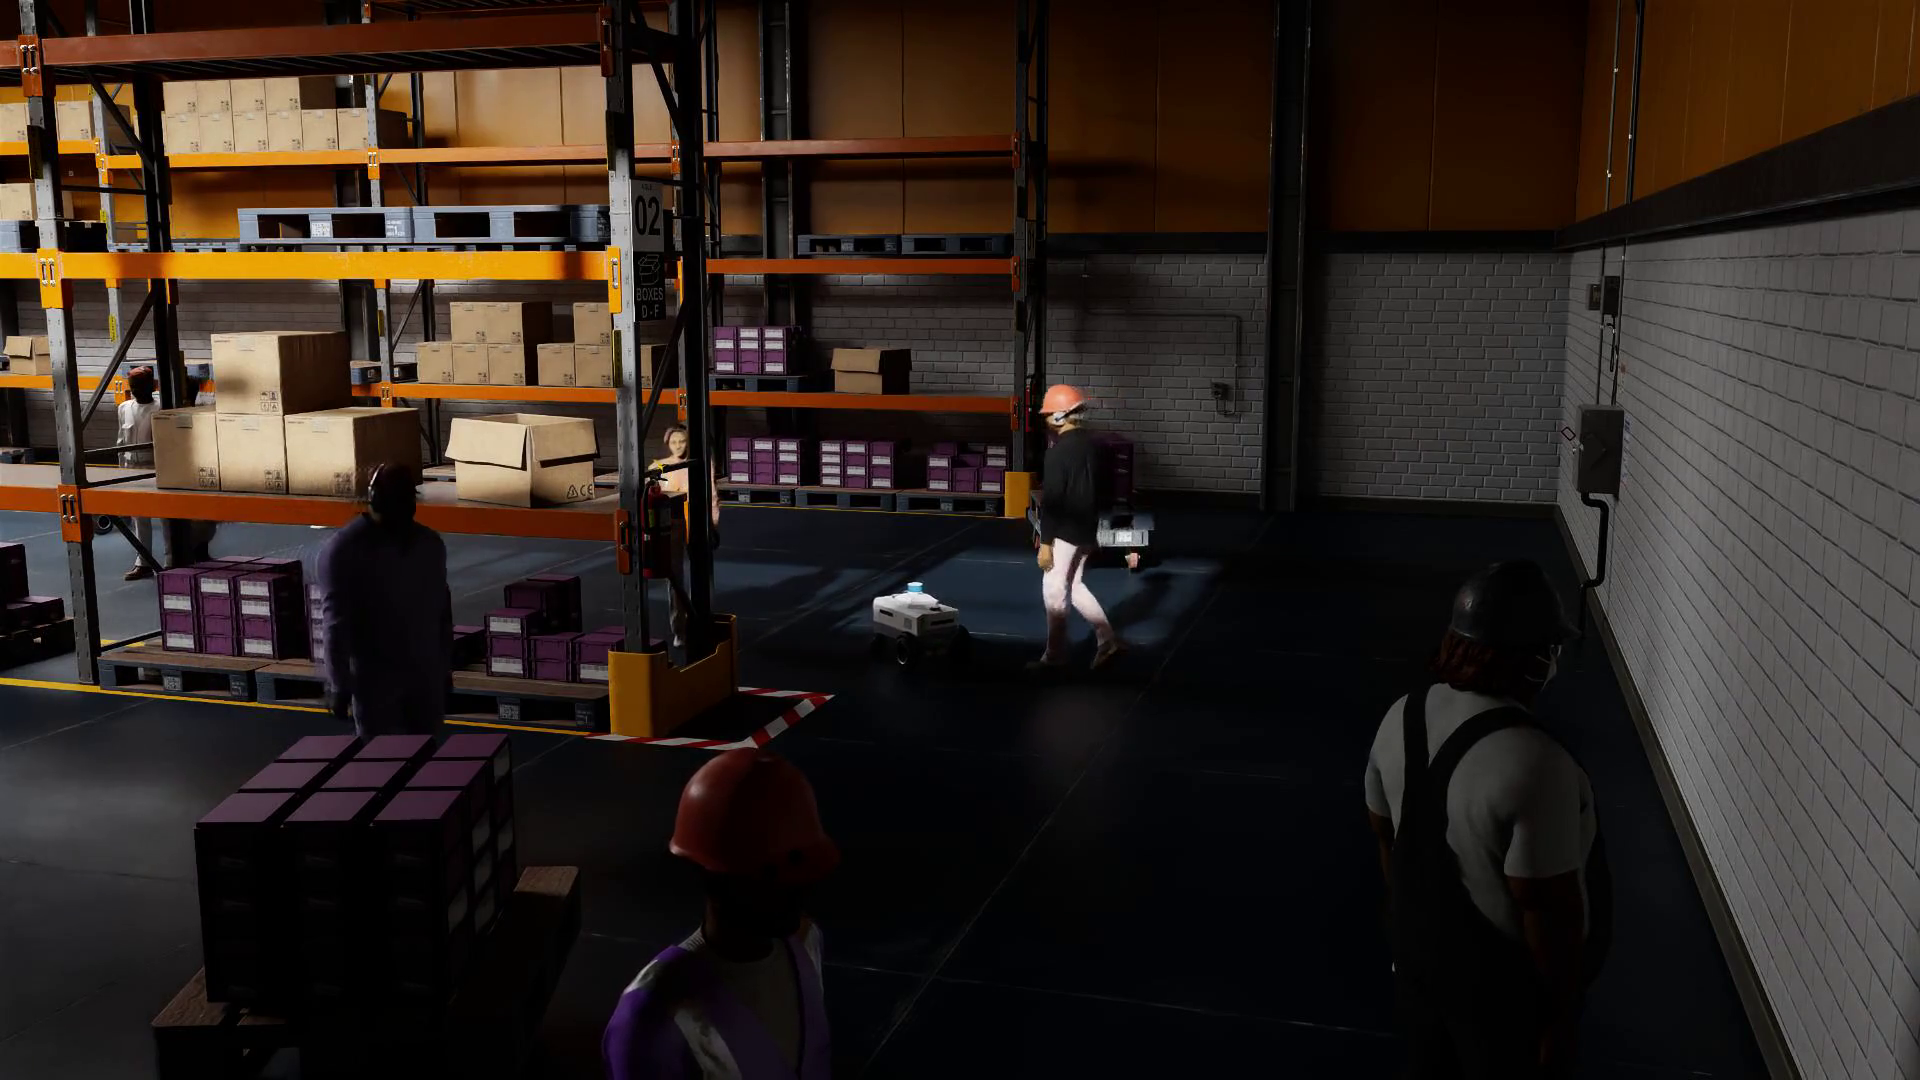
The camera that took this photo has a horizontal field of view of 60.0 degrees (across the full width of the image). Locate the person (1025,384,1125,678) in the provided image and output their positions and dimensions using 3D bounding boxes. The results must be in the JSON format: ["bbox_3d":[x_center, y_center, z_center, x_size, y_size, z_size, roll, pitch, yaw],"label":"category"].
[{"bbox_3d":[0.765,-0.041,11.021,0.610,1.973,0.645,6,11,32],"label":"person"}]

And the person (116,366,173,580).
[{"bbox_3d":[-7.104,-0.580,14.568,0.574,1.887,0.356,1,9,7],"label":"person"}]

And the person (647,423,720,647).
[{"bbox_3d":[-2.003,-0.032,12.024,0.536,1.624,0.374,-2,10,-12],"label":"person"}]

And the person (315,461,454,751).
[{"bbox_3d":[-2.567,0.578,7.488,0.580,1.889,0.663,7,12,37],"label":"person"}]

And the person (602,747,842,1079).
[{"bbox_3d":[-0.364,1.302,2.944,0.371,1.935,0.551,4,10,25],"label":"person"}]

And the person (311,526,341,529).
[{"bbox_3d":[-6.684,-1.070,17.441,0.385,1.922,0.594,0,9,1],"label":"person"}]

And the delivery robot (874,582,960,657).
[{"bbox_3d":[-0.306,0.537,11.525,0.477,0.478,0.707,-6,11,-31],"label":"delivery robot"}]

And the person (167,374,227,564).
[{"bbox_3d":[-5.809,-0.314,12.807,0.779,1.940,0.611,3,10,16],"label":"person"}]
